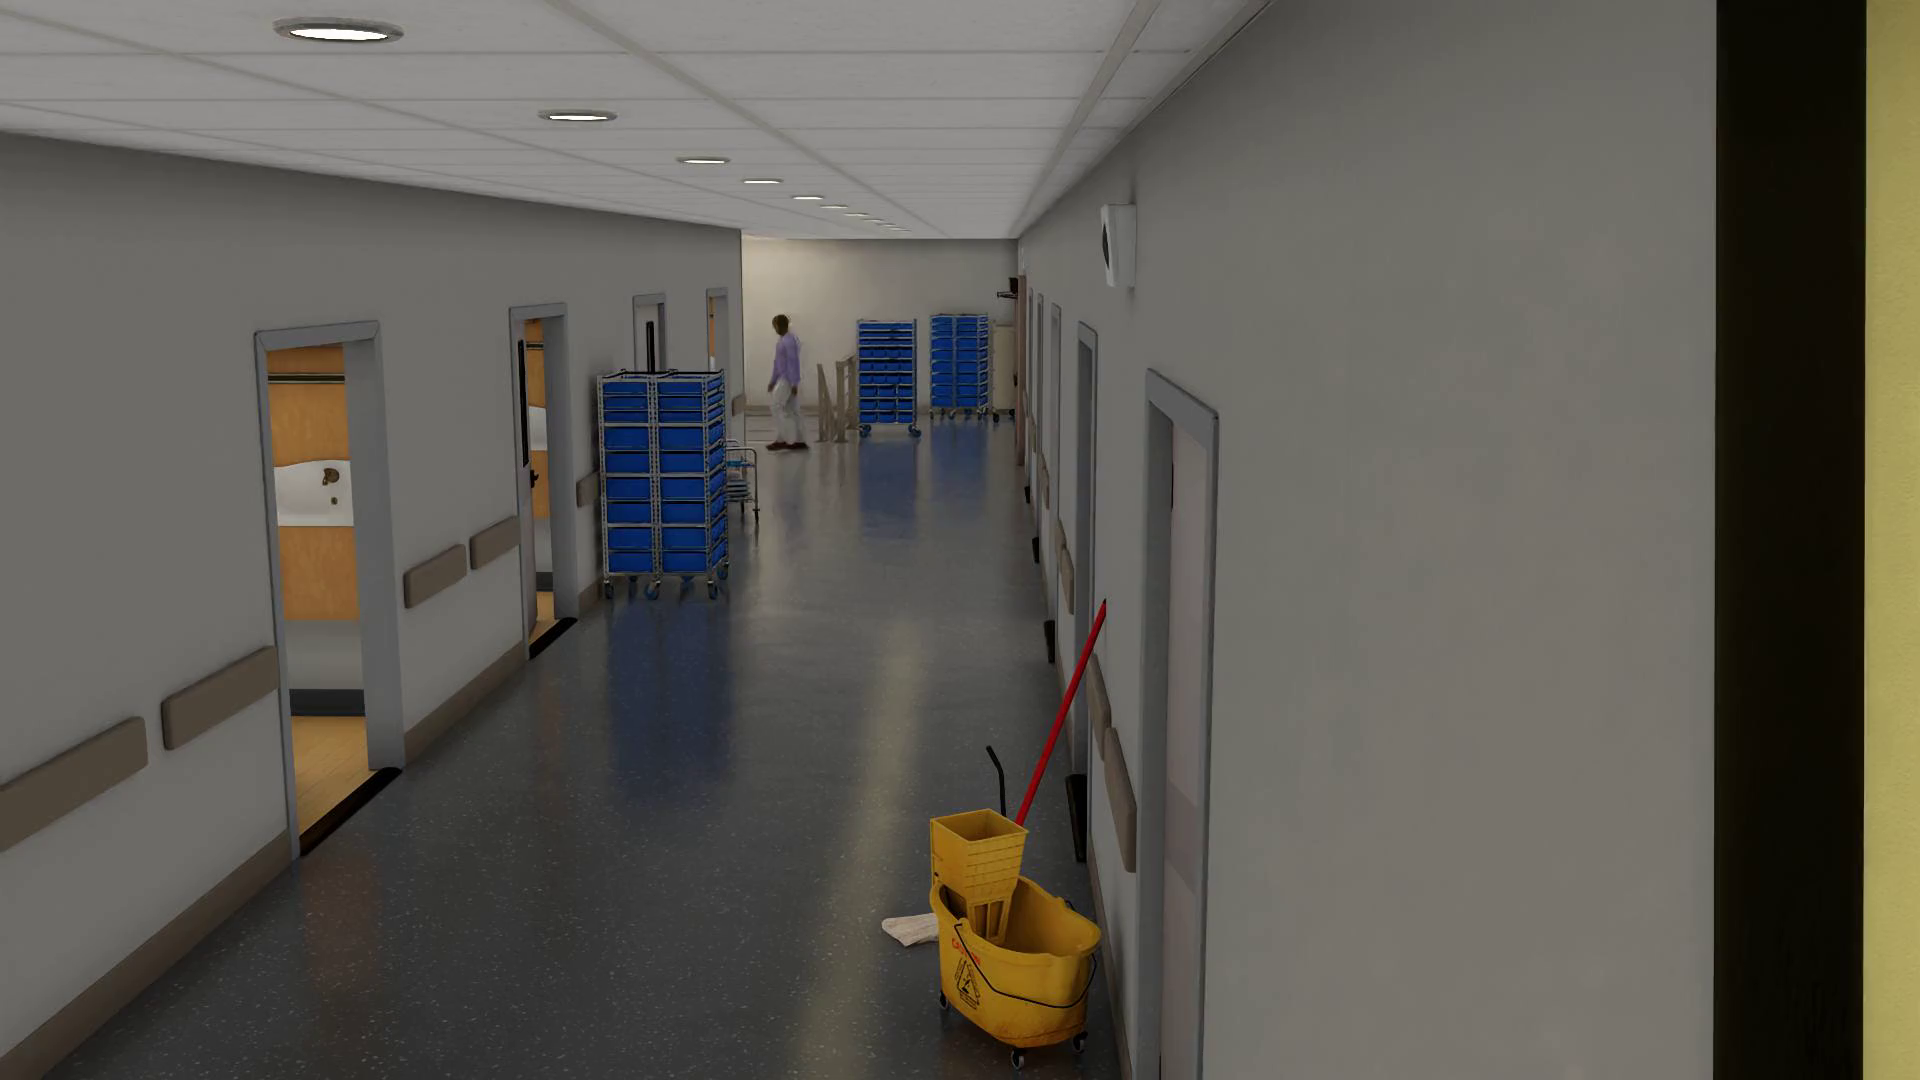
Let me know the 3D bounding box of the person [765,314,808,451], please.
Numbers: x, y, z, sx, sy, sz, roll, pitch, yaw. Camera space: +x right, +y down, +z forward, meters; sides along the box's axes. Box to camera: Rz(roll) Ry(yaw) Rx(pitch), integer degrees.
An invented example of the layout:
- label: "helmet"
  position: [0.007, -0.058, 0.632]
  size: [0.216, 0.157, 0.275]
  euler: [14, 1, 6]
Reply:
- label: "person"
  position: [-2.488, -2.197, 23.246]
  size: [0.771, 1.896, 0.642]
  euler: [-2, 10, -12]
